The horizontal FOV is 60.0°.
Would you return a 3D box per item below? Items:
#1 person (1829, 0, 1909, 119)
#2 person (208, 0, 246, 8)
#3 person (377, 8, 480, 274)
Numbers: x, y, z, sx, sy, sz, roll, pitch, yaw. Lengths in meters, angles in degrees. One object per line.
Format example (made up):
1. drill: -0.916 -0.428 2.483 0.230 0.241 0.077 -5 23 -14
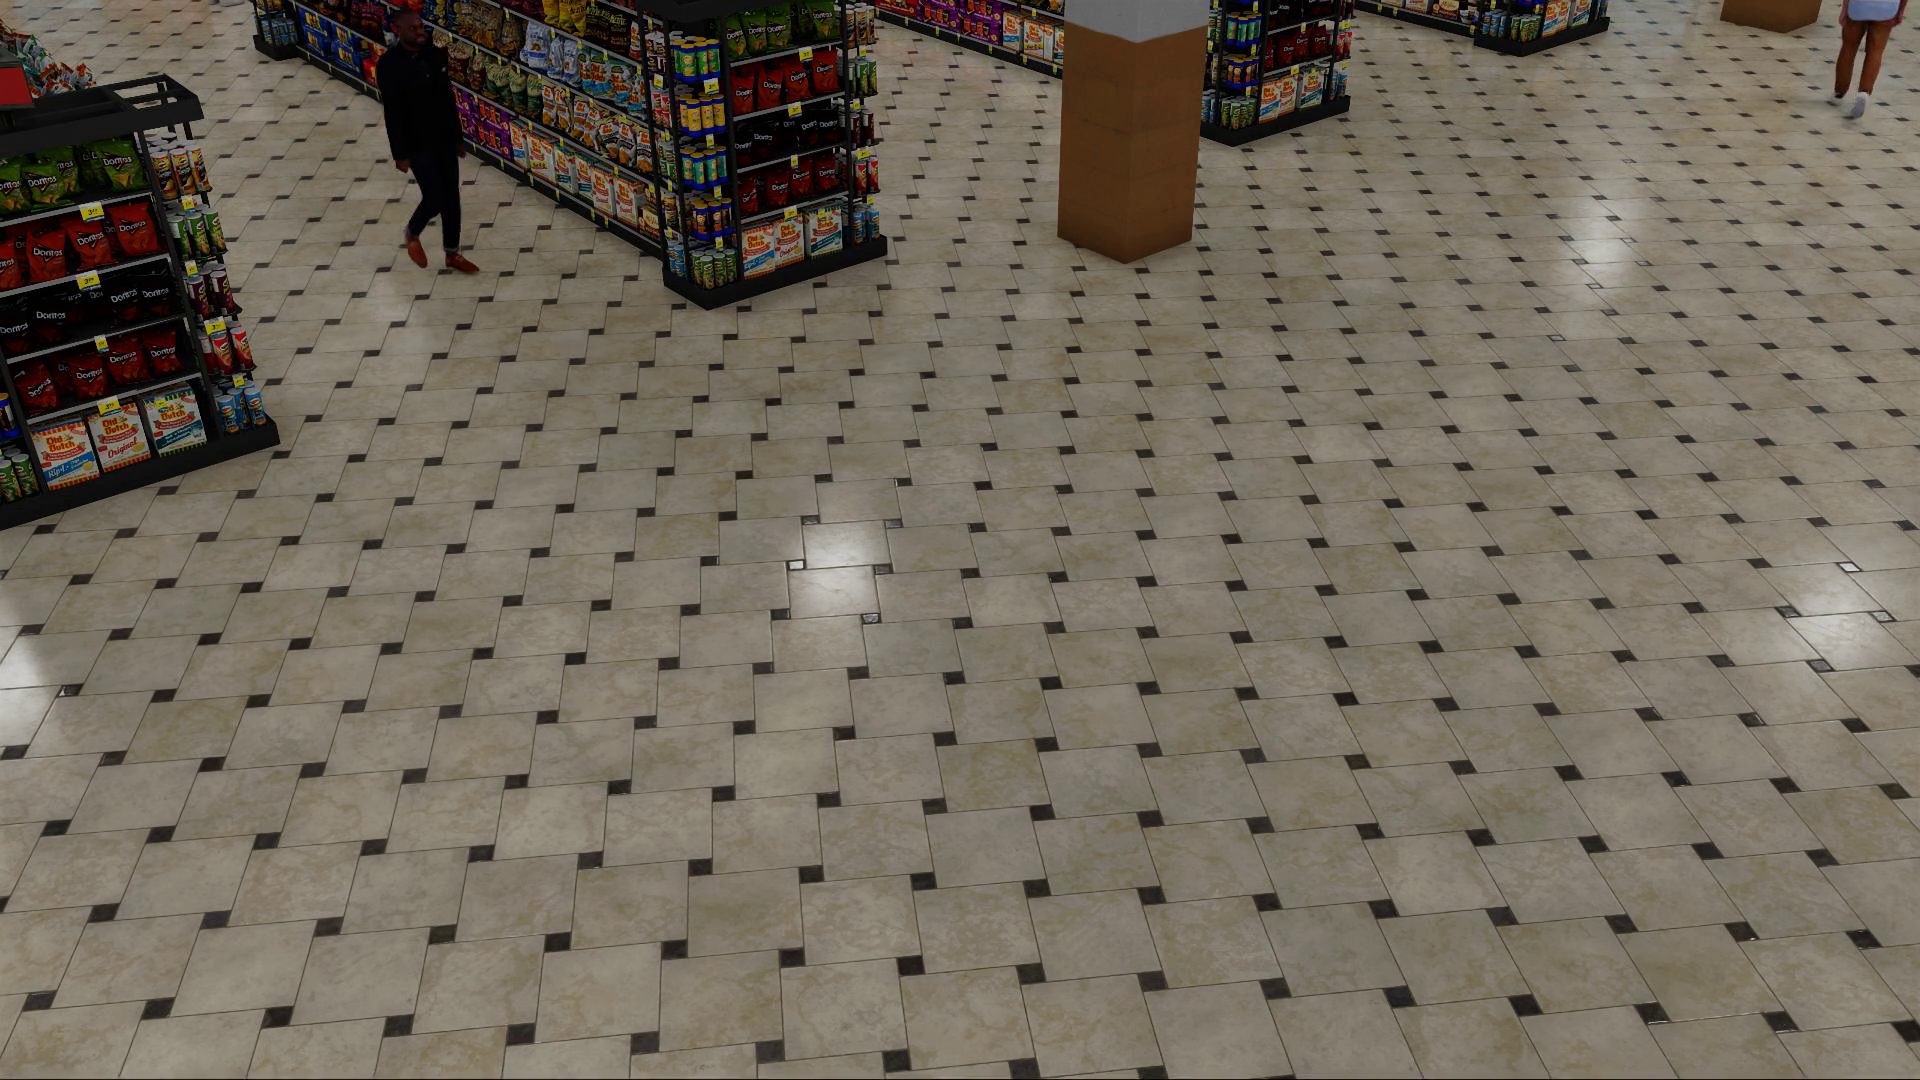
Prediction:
1. person: 7.790 -4.521 14.182 1.155 1.798 1.066 13 34 20
2. person: -7.931 -6.480 17.434 0.564 1.689 0.710 20 37 29
3. person: -3.628 -2.669 11.198 0.877 1.807 0.819 18 36 26
